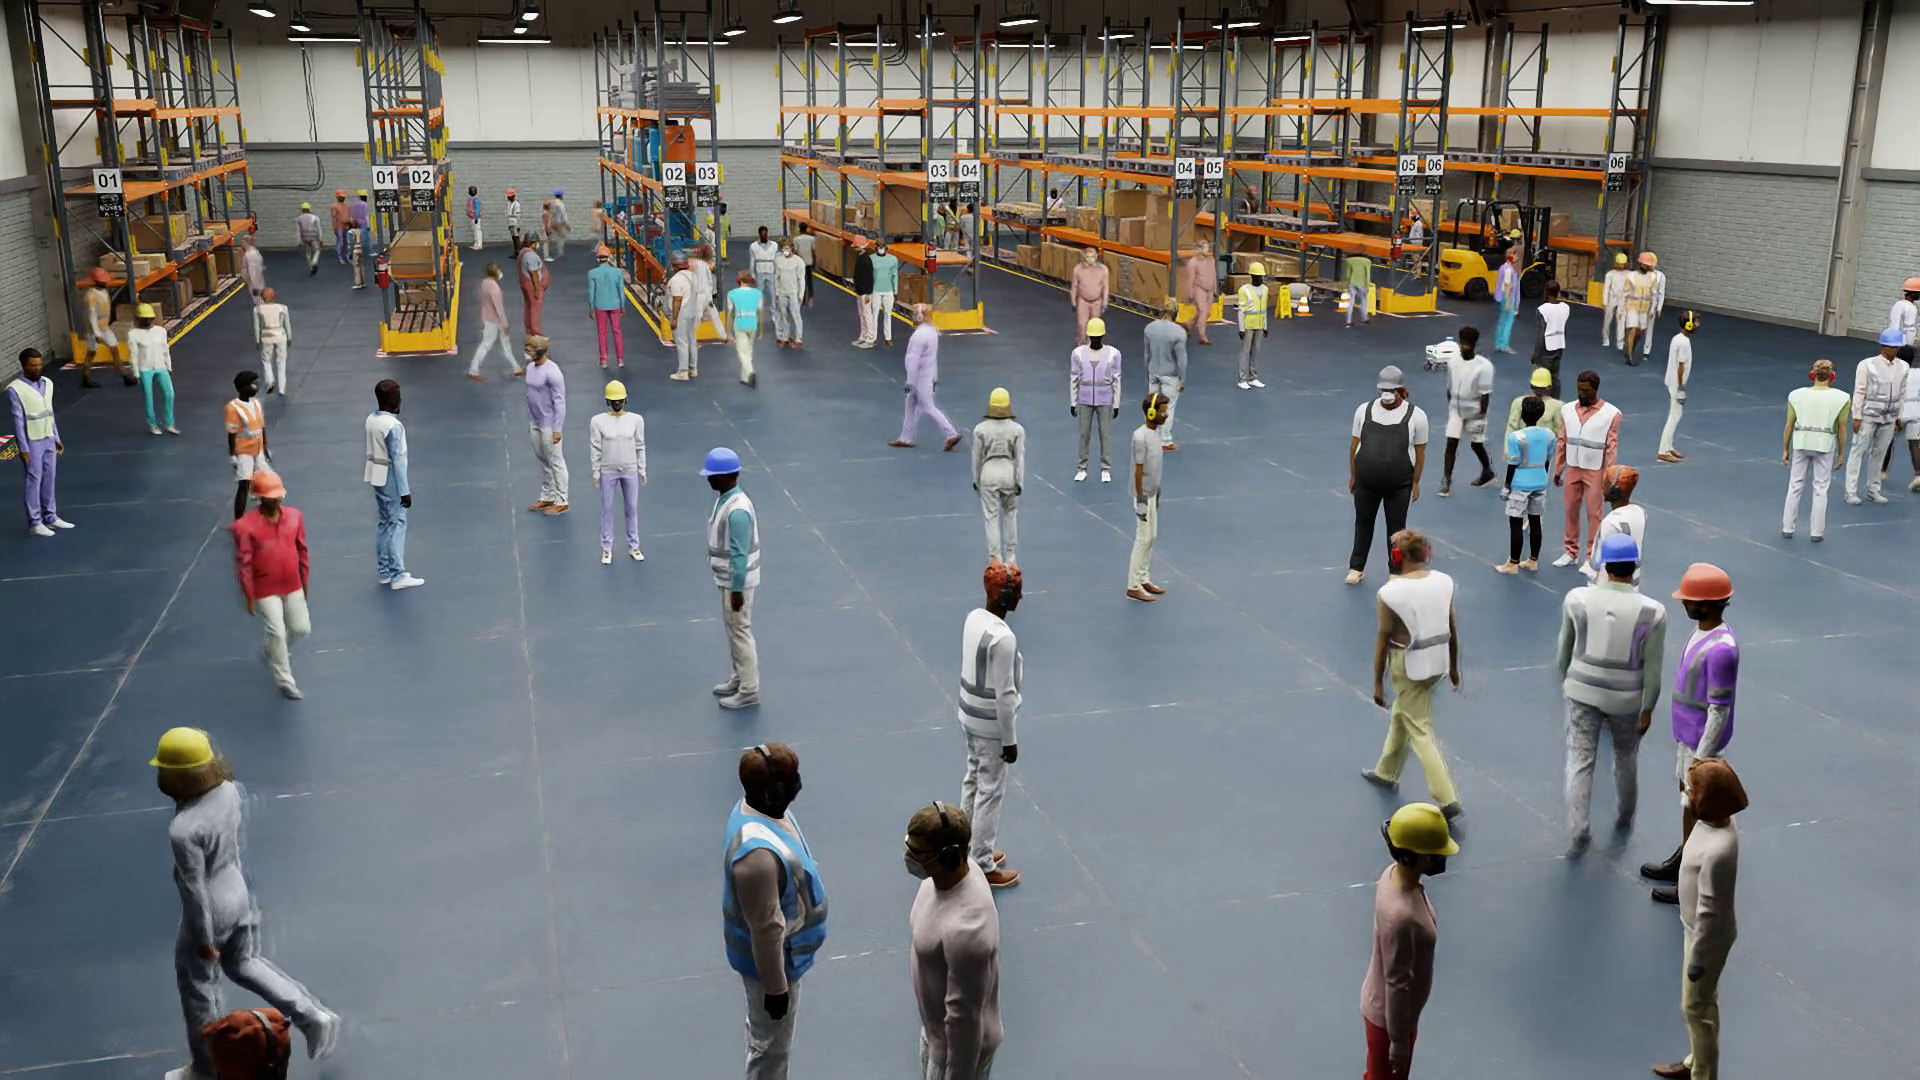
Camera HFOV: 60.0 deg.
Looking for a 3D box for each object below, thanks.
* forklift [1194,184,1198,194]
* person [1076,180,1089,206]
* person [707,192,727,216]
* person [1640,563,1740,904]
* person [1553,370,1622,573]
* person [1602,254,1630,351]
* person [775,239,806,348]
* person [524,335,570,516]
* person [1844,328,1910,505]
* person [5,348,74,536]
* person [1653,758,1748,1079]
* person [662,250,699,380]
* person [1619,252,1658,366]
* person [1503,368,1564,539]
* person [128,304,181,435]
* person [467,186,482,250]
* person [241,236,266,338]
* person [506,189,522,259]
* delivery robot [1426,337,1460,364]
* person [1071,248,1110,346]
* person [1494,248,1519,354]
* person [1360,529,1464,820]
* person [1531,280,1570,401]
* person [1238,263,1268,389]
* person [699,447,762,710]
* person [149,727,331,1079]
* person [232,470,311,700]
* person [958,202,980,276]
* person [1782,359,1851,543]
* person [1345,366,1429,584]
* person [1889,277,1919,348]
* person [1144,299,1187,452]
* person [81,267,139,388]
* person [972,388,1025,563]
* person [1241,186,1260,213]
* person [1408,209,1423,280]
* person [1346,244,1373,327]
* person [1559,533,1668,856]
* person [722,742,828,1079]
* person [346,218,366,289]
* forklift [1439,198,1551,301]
[{"bbox_3d":[7.392,-11.333,53.972,1.873,2.768,1.129,-4,15,-15],"label":"forklift"},{"bbox_3d":[3.721,-9.962,50.626,0.416,1.941,0.607,5,16,17],"label":"person"},{"bbox_3d":[-6.591,-8.523,45.319,0.627,1.889,0.657,-9,17,-29],"label":"person"},{"bbox_3d":[4.037,1.064,9.146,0.375,1.931,0.542,4,15,14],"label":"person"},{"bbox_3d":[5.890,-0.657,15.670,0.405,1.906,0.604,-12,19,-39],"label":"person"},{"bbox_3d":[11.678,-4.252,29.604,0.500,1.699,0.902,2,15,7],"label":"person"},{"bbox_3d":[-3.029,-4.390,29.679,0.630,1.932,0.365,9,17,31],"label":"person"},{"bbox_3d":[-4.418,-1.225,17.745,0.359,1.936,0.632,-13,19,-39],"label":"person"},{"bbox_3d":[10.037,-1.349,18.186,0.602,1.949,0.395,-2,15,-6],"label":"person"},{"bbox_3d":[-9.415,-1.007,16.964,0.383,1.916,0.591,2,15,8],"label":"person"},{"bbox_3d":[3.234,1.722,7.260,0.285,1.628,0.506,6,16,23],"label":"person"},{"bbox_3d":[-4.447,-3.572,26.379,0.536,2.000,0.688,5,16,18],"label":"person"},{"bbox_3d":[11.322,-3.894,27.863,0.583,1.906,0.749,1,15,2],"label":"person"},{"bbox_3d":[5.794,-0.877,16.845,0.539,1.722,0.872,8,17,27],"label":"person"},{"bbox_3d":[-10.586,-2.225,21.857,0.629,1.741,0.556,13,19,39],"label":"person"},{"bbox_3d":[-14.320,-9.501,49.074,0.429,1.844,0.625,-7,17,-26],"label":"person"},{"bbox_3d":[-13.182,-4.721,31.054,0.423,1.873,0.793,-3,15,-12],"label":"person"},{"bbox_3d":[-12.376,-8.752,46.097,0.385,1.929,0.547,-12,19,-38],"label":"person"},{"bbox_3d":[7.978,-3.065,27.139,0.707,0.478,0.477,-4,15,-14],"label":"delivery robot"},{"bbox_3d":[2.243,-4.061,28.539,0.641,1.880,0.676,0,15,-2],"label":"person"},{"bbox_3d":[9.549,-4.172,29.028,0.430,1.843,0.598,3,15,12],"label":"person"},{"bbox_3d":[2.874,0.825,10.341,0.630,1.808,0.865,-9,17,-30],"label":"person"},{"bbox_3d":[8.194,-2.642,23.115,0.590,1.918,0.389,-9,17,-31],"label":"person"},{"bbox_3d":[4.508,-3.291,25.537,0.585,1.927,0.366,-11,18,-35],"label":"person"},{"bbox_3d":[-1.666,0.270,12.129,0.422,1.938,0.612,-4,15,-15],"label":"person"},{"bbox_3d":[-3.253,1.635,7.387,0.665,1.718,0.486,2,15,7],"label":"person"},{"bbox_3d":[-5.097,0.312,12.346,0.504,1.733,0.569,11,19,37],"label":"person"},{"bbox_3d":[0.245,-7.556,41.779,0.514,1.840,0.932,-4,15,-15],"label":"person"},{"bbox_3d":[8.550,-0.888,16.676,0.560,1.836,0.394,10,18,32],"label":"person"},{"bbox_3d":[3.846,-0.569,15.076,0.676,2.000,0.536,7,16,23],"label":"person"},{"bbox_3d":[13.241,-2.710,23.334,0.373,1.934,0.551,1,15,3],"label":"person"},{"bbox_3d":[2.585,-2.060,20.917,0.638,1.927,0.387,14,20,42],"label":"person"},{"bbox_3d":[-13.090,-3.224,25.397,1.028,1.865,0.550,1,15,5],"label":"person"},{"bbox_3d":[0.354,-0.584,15.731,0.487,1.719,0.714,-1,15,-5],"label":"person"},{"bbox_3d":[8.054,-8.852,46.306,0.619,2.016,0.896,-7,16,-25],"label":"person"},{"bbox_3d":[11.158,-7.248,40.794,0.377,1.739,0.574,1,15,3],"label":"person"},{"bbox_3d":[7.826,-4.985,32.540,0.528,1.593,0.830,11,18,35],"label":"person"},{"bbox_3d":[3.870,0.878,9.921,0.597,1.893,0.932,8,17,26],"label":"person"},{"bbox_3d":[-0.757,1.711,6.875,0.429,1.846,0.629,-2,15,-7],"label":"person"},{"bbox_3d":[-14.166,-6.714,38.971,0.310,1.638,0.522,2,15,6],"label":"person"},{"bbox_3d":[11.913,-6.508,37.130,2.313,2.155,1.214,-4,15,-15],"label":"forklift"}]
